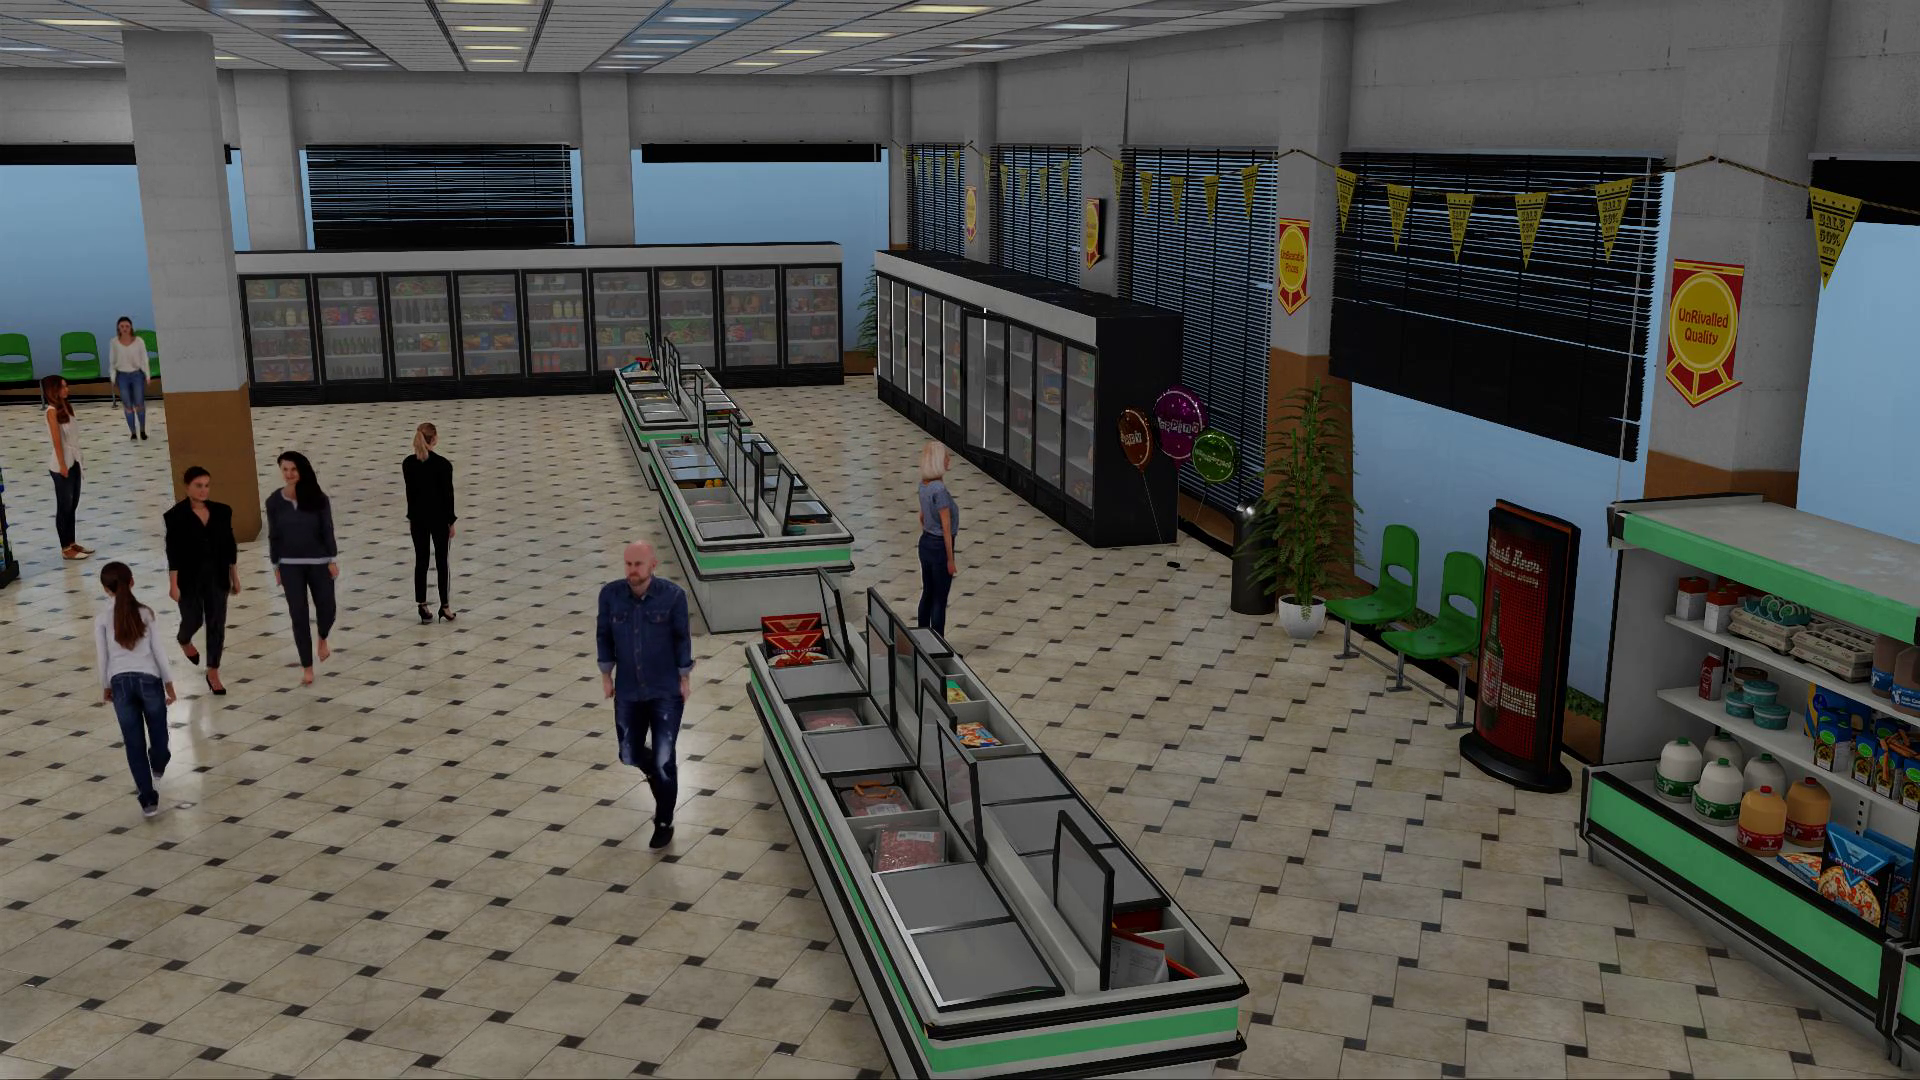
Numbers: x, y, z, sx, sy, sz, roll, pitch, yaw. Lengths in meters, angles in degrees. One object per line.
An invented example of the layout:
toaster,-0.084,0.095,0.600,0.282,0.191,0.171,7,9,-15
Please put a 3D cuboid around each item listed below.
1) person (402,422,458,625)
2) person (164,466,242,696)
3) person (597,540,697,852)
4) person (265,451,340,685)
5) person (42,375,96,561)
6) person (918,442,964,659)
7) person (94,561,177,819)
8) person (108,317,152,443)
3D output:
person,-4.446,-0.140,13.948,0.664,1.705,0.643,2,14,7
person,-5.601,0.293,12.197,1.017,1.691,0.908,12,18,40
person,-1.780,0.857,9.630,0.909,1.803,1.050,1,14,3
person,-4.930,0.179,12.531,0.663,1.753,0.849,-3,14,-13
person,-8.702,-0.714,16.147,0.677,1.785,0.500,-2,14,-7
person,-0.187,0.079,13.010,0.684,1.722,0.505,-7,15,-25
person,-4.944,0.926,9.969,0.730,1.510,1.102,-7,15,-28
person,-11.126,-2.150,22.298,0.664,1.677,0.674,-5,14,-18
